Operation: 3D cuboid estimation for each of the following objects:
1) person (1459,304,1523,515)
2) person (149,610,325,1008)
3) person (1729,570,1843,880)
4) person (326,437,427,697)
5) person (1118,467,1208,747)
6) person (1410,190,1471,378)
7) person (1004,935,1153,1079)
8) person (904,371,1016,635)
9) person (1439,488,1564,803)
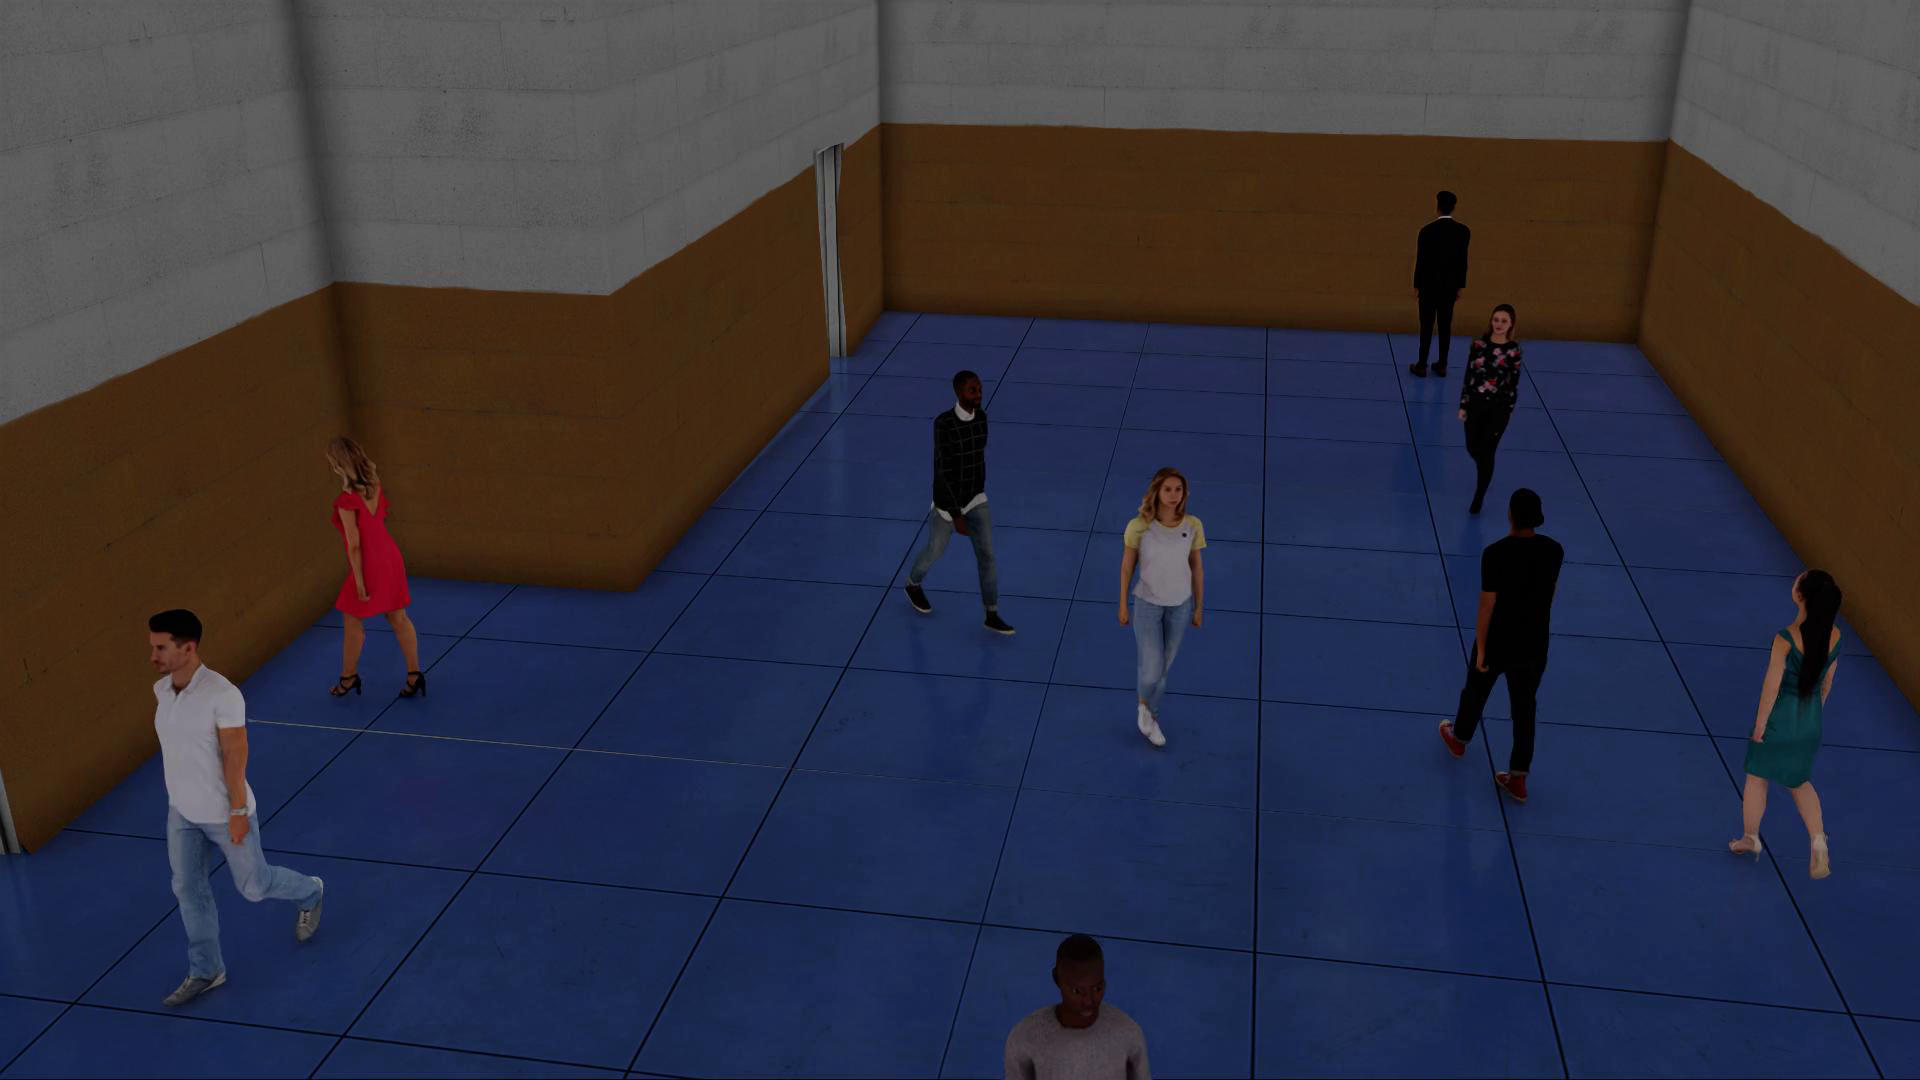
[{"bbox_3d":[4.256,-1.085,13.386,1.036,1.655,0.848,12,25,27],"label":"person"},{"bbox_3d":[-3.317,1.165,7.544,1.094,1.835,0.895,9,24,22],"label":"person"},{"bbox_3d":[4.186,0.957,8.281,0.874,1.671,0.791,-4,22,-10],"label":"person"},{"bbox_3d":[-3.485,0.193,10.142,0.836,1.701,0.640,7,23,16],"label":"person"},{"bbox_3d":[1.140,0.361,9.684,0.698,1.716,0.800,-5,22,-13],"label":"person"},{"bbox_3d":[4.850,-2.585,16.819,0.573,1.879,0.791,-1,22,-2],"label":"person"},{"bbox_3d":[0.348,2.019,5.541,1.039,1.744,0.928,-4,22,-10],"label":"person"},{"bbox_3d":[-0.090,-0.267,11.191,1.177,1.773,1.276,-17,27,-36],"label":"person"},{"bbox_3d":[3.050,0.604,9.084,1.024,1.728,0.869,-2,22,-4],"label":"person"}]
